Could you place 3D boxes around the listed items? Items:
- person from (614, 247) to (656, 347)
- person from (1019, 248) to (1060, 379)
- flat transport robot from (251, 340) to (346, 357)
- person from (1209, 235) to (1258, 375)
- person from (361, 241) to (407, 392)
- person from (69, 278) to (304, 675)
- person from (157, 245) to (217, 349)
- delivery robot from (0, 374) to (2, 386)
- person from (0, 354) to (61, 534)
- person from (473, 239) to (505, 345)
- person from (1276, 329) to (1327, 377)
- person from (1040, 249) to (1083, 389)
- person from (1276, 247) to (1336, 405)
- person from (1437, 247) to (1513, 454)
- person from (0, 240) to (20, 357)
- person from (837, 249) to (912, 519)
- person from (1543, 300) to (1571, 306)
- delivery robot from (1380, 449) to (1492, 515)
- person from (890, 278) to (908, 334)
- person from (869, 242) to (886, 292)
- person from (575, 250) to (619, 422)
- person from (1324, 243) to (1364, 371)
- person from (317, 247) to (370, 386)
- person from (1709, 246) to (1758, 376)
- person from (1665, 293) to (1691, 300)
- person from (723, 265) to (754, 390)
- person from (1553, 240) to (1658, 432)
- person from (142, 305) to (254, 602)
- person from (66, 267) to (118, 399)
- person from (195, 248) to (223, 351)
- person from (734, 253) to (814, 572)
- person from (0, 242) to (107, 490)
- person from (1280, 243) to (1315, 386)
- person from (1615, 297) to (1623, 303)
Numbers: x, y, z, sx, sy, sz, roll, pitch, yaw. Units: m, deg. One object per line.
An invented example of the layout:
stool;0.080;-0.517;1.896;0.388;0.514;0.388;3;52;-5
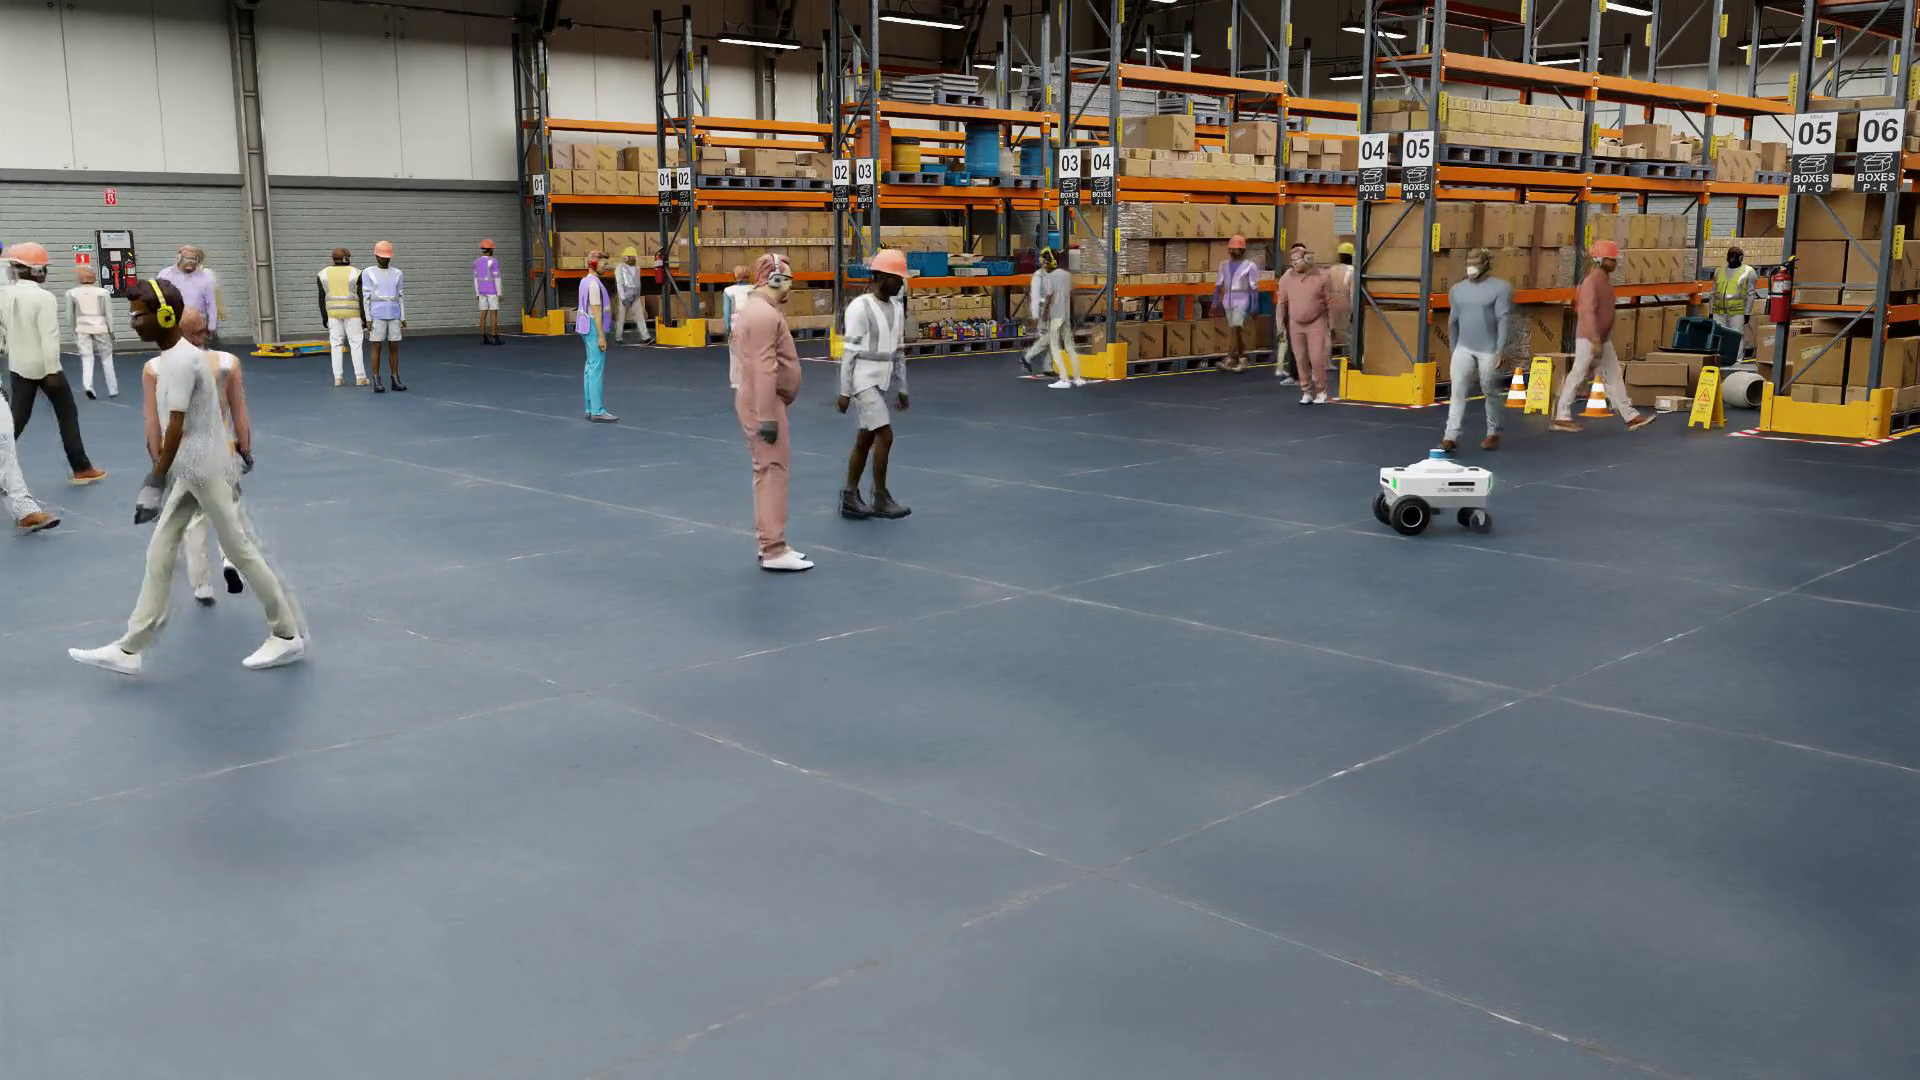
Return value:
person;-5.907;-4.360;29.908;0.939;1.781;0.596;9;14;41
person;1.164;-3.172;23.319;0.505;1.817;0.612;6;12;28
flat transport robot;-11.128;-3.229;27.979;0.652;0.197;1.431;5;12;26
person;3.941;-3.391;24.053;0.617;1.984;1.053;10;14;43
person;-7.412;-2.887;21.481;0.543;1.928;0.373;-9;14;-41
person;-3.524;-0.273;7.552;1.002;1.802;0.542;-7;12;-32
person;-9.407;-2.638;20.260;0.673;1.874;0.486;-6;12;-29
delivery robot;-11.437;-1.791;19.110;0.477;0.478;0.707;8;13;37
person;-6.612;-0.963;11.117;1.041;1.883;0.654;3;11;16
person;-8.674;-4.575;30.658;0.551;1.934;0.373;4;11;23
person;4.857;-3.135;23.758;0.832;1.589;0.506;-7;12;-32
person;1.332;-2.920;21.942;0.680;1.826;0.379;-10;14;-42
person;4.098;-2.532;19.728;0.680;1.862;0.524;5;12;26
person;4.801;-1.756;15.436;0.645;1.895;1.015;8;13;39
person;-15.899;-4.019;27.602;0.613;1.948;0.394;-5;11;-24
person;-0.539;-1.087;11.704;0.716;1.902;0.550;6;12;29
person;9.796;-3.946;27.425;0.643;1.858;0.603;-9;14;-40
delivery robot;3.266;-0.380;11.413;0.707;0.478;0.477;0;10;-2
person;-1.076;-3.517;25.617;0.554;1.664;0.571;-7;12;-32
person;-1.480;-4.640;31.195;0.516;1.873;0.329;8;13;38
person;-3.967;-2.214;18.052;0.388;1.837;0.564;-4;11;-22
person;5.745;-3.465;24.748;0.954;1.876;0.612;-8;13;-39
person;-8.256;-2.995;22.311;0.624;1.841;0.430;-1;10;-5
person;10.897;-3.224;23.544;0.429;1.846;0.625;-9;14;-40
person;13.075;-4.473;30.147;0.577;1.925;0.547;-8;13;-36
person;-2.790;-2.713;21.402;0.521;1.611;0.749;-2;11;-11
person;6.555;-2.043;16.838;1.022;1.937;0.634;9;14;42
person;-4.131;-0.460;9.045;0.541;1.622;0.398;-6;12;-29
person;-10.728;-2.559;20.546;0.529;1.617;0.537;-4;11;-19
person;-11.132;-3.347;24.300;0.562;1.810;0.806;7;13;35
person;-1.148;-0.776;10.067;0.414;1.894;0.655;-2;11;-12
person;-7.380;-1.378;13.197;0.627;1.954;1.000;5;11;23
person;4.573;-3.025;22.301;0.481;1.901;0.622;-7;13;-34
person;13.826;-5.396;35.359;0.645;1.850;0.814;-10;15;-44
